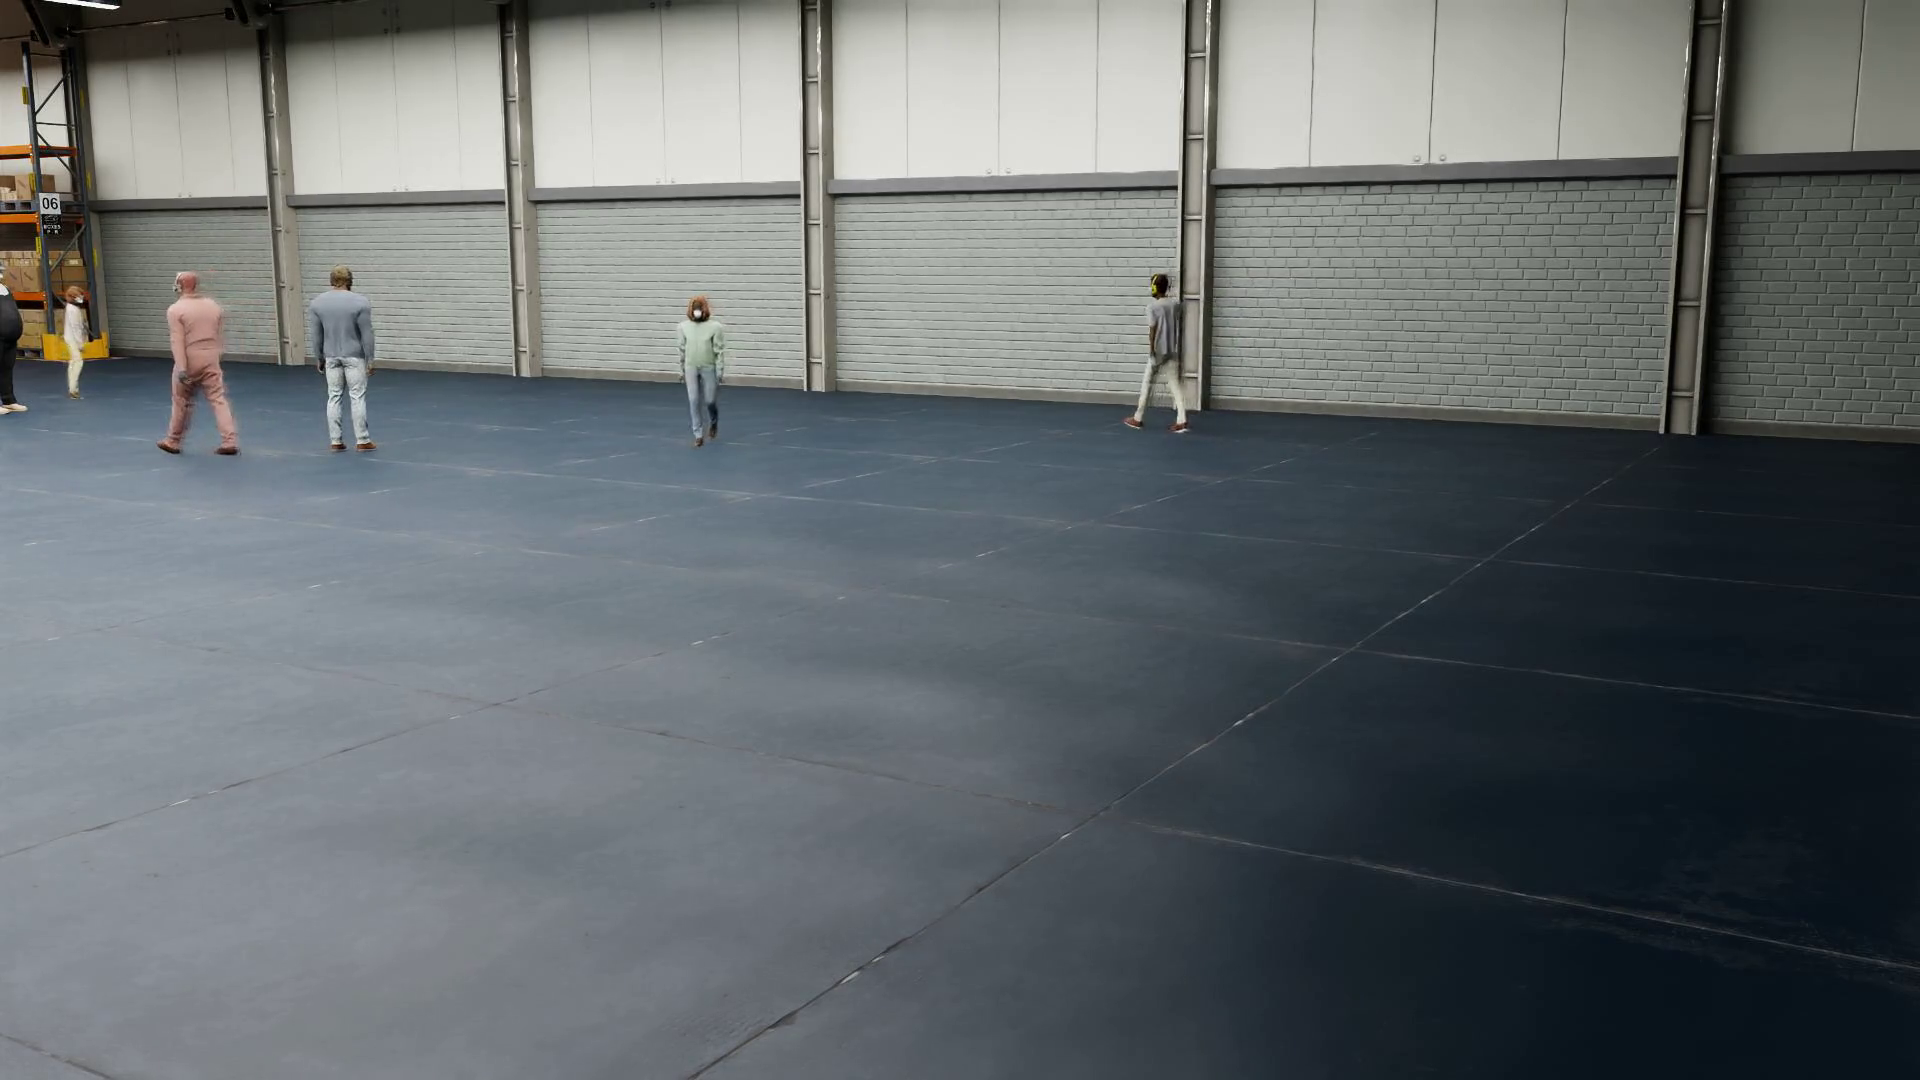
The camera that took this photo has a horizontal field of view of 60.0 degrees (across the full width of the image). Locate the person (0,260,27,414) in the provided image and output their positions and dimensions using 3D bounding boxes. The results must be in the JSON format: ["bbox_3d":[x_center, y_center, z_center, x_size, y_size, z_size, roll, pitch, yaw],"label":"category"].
[{"bbox_3d":[-12.364,-2.646,21.434,0.538,2.000,0.685,1,10,4],"label":"person"}]

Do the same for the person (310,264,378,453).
[{"bbox_3d":[-6.328,-1.858,17.118,0.635,1.936,0.353,0,10,2],"label":"person"}]

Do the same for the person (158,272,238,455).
[{"bbox_3d":[-7.791,-1.787,16.945,0.981,1.859,0.652,5,11,29],"label":"person"}]

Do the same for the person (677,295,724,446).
[{"bbox_3d":[-2.777,-1.820,17.845,0.499,1.622,0.453,0,10,1],"label":"person"}]

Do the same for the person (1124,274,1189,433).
[{"bbox_3d":[2.322,-2.157,19.237,0.515,1.815,1.005,-6,11,-30],"label":"person"}]

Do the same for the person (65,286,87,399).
[{"bbox_3d":[-12.601,-2.819,23.738,0.346,1.597,0.653,-5,11,-26],"label":"person"}]
